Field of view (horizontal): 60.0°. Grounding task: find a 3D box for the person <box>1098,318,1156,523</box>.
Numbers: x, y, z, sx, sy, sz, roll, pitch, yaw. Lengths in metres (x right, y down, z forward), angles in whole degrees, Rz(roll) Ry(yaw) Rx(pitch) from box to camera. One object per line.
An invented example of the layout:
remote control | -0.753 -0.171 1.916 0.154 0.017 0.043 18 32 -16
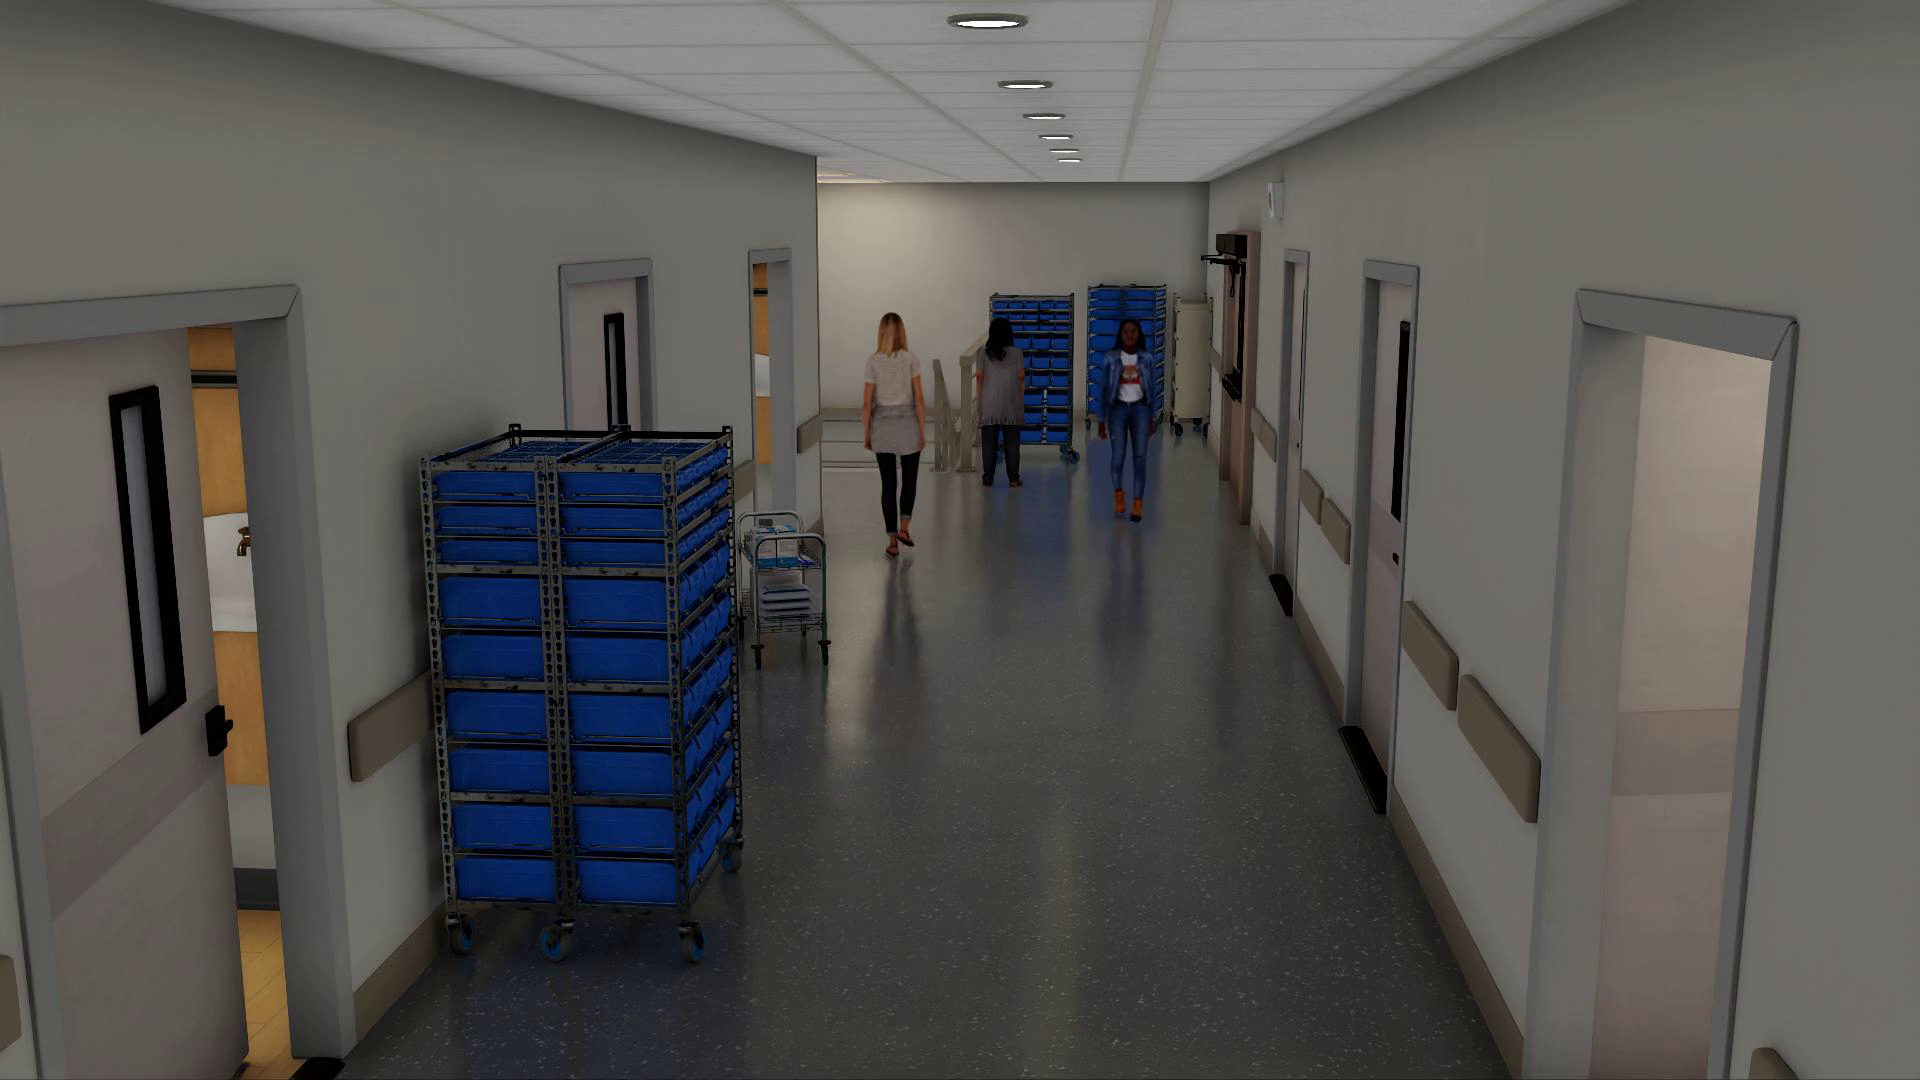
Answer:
person | 1.399 -0.989 13.992 0.670 1.663 1.184 1 11 3

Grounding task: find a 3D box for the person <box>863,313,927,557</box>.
person | -0.482 -0.769 12.422 0.651 1.815 0.620 0 11 -1

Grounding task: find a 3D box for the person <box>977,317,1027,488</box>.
person | 0.389 -1.321 15.881 0.615 1.611 0.633 1 11 6
